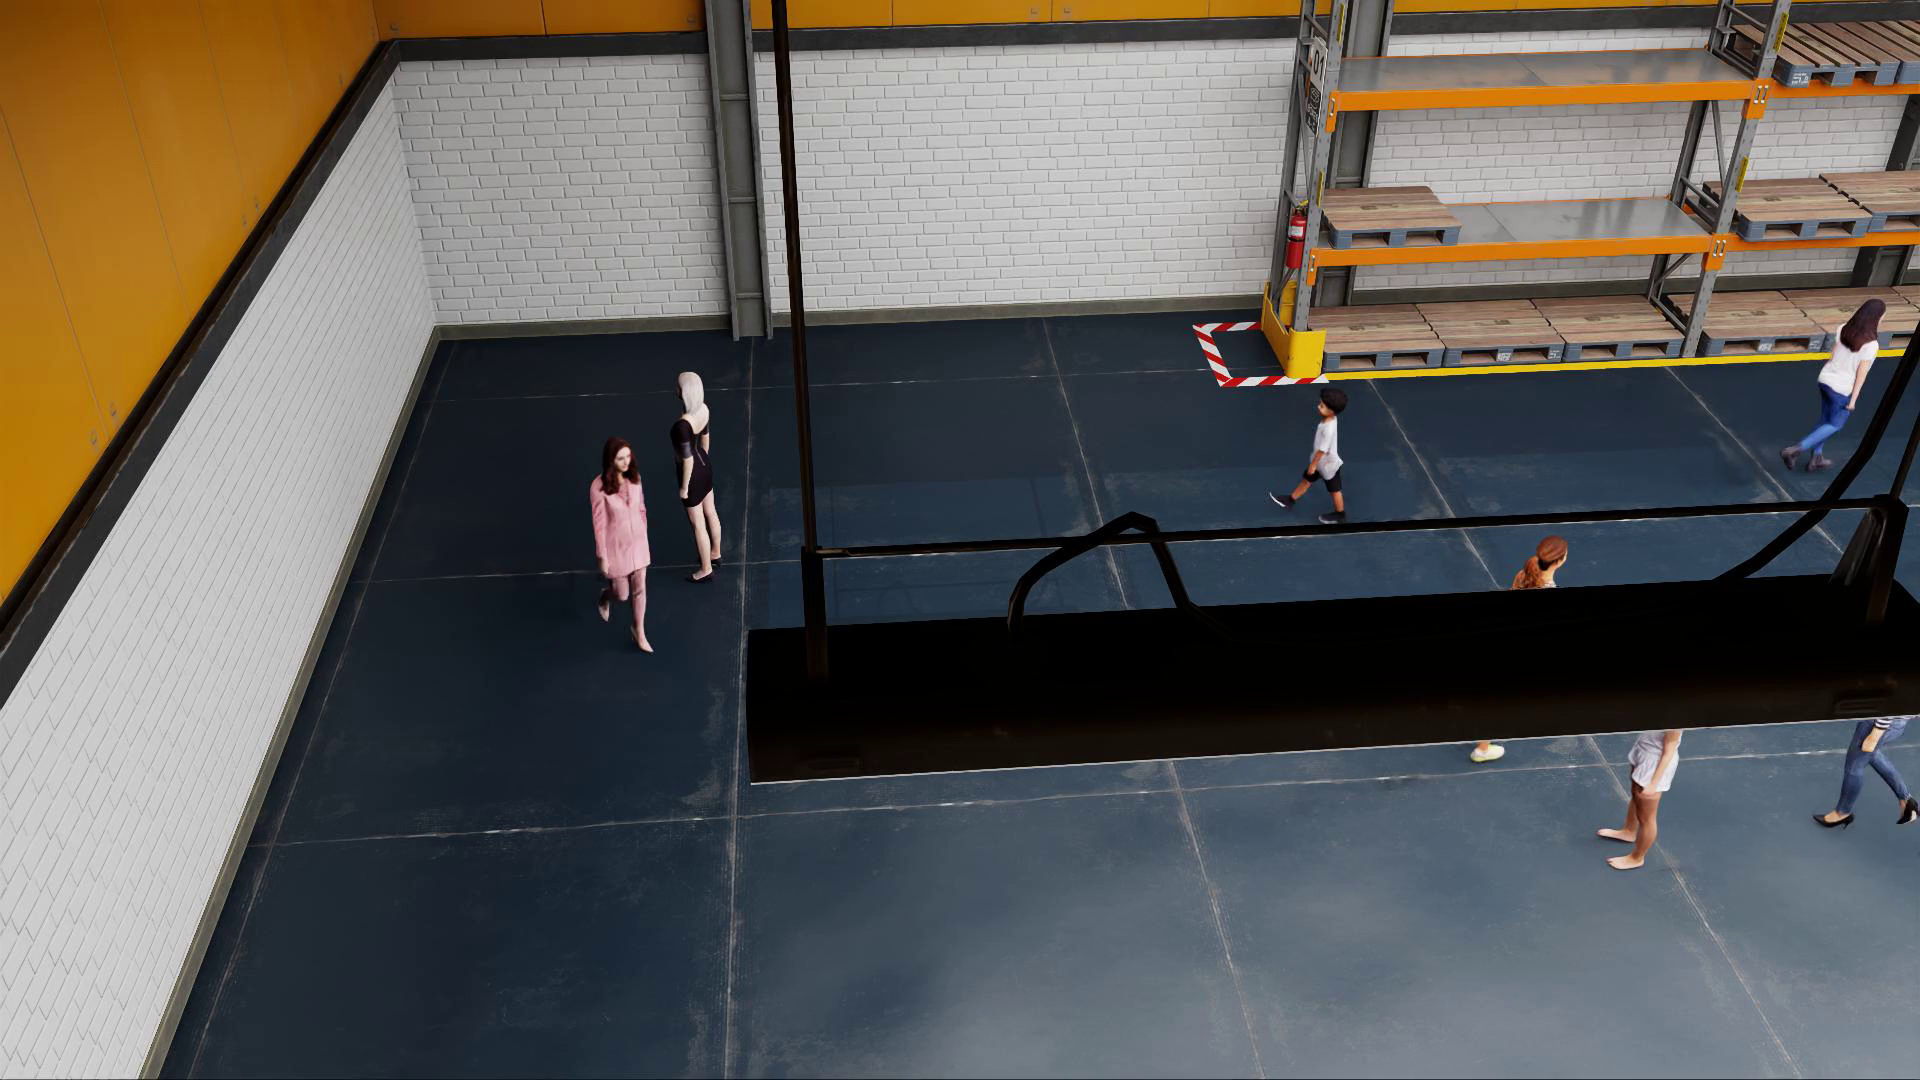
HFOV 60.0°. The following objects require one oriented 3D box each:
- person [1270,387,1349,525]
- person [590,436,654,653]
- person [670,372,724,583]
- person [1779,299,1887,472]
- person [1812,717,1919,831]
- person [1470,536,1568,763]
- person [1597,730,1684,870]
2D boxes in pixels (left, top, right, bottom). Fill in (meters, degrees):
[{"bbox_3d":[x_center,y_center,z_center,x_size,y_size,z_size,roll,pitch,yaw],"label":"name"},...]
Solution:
[{"bbox_3d":[3.089,-0.665,13.729,0.915,1.224,0.647,6,34,9],"label":"person"},{"bbox_3d":[-2.517,0.020,12.193,0.893,1.784,0.930,-28,43,-35],"label":"person"},{"bbox_3d":[-2.046,-0.493,12.923,0.624,1.830,0.648,10,35,15],"label":"person"},{"bbox_3d":[7.419,-1.266,14.243,0.921,1.656,0.698,-8,34,-12],"label":"person"},{"bbox_3d":[5.879,1.192,10.430,0.924,1.784,0.843,20,39,28],"label":"person"},{"bbox_3d":[3.680,0.782,11.060,0.970,1.770,0.741,-12,35,-17],"label":"person"},{"bbox_3d":[4.317,1.360,10.327,0.588,1.619,0.617,5,34,8],"label":"person"}]
